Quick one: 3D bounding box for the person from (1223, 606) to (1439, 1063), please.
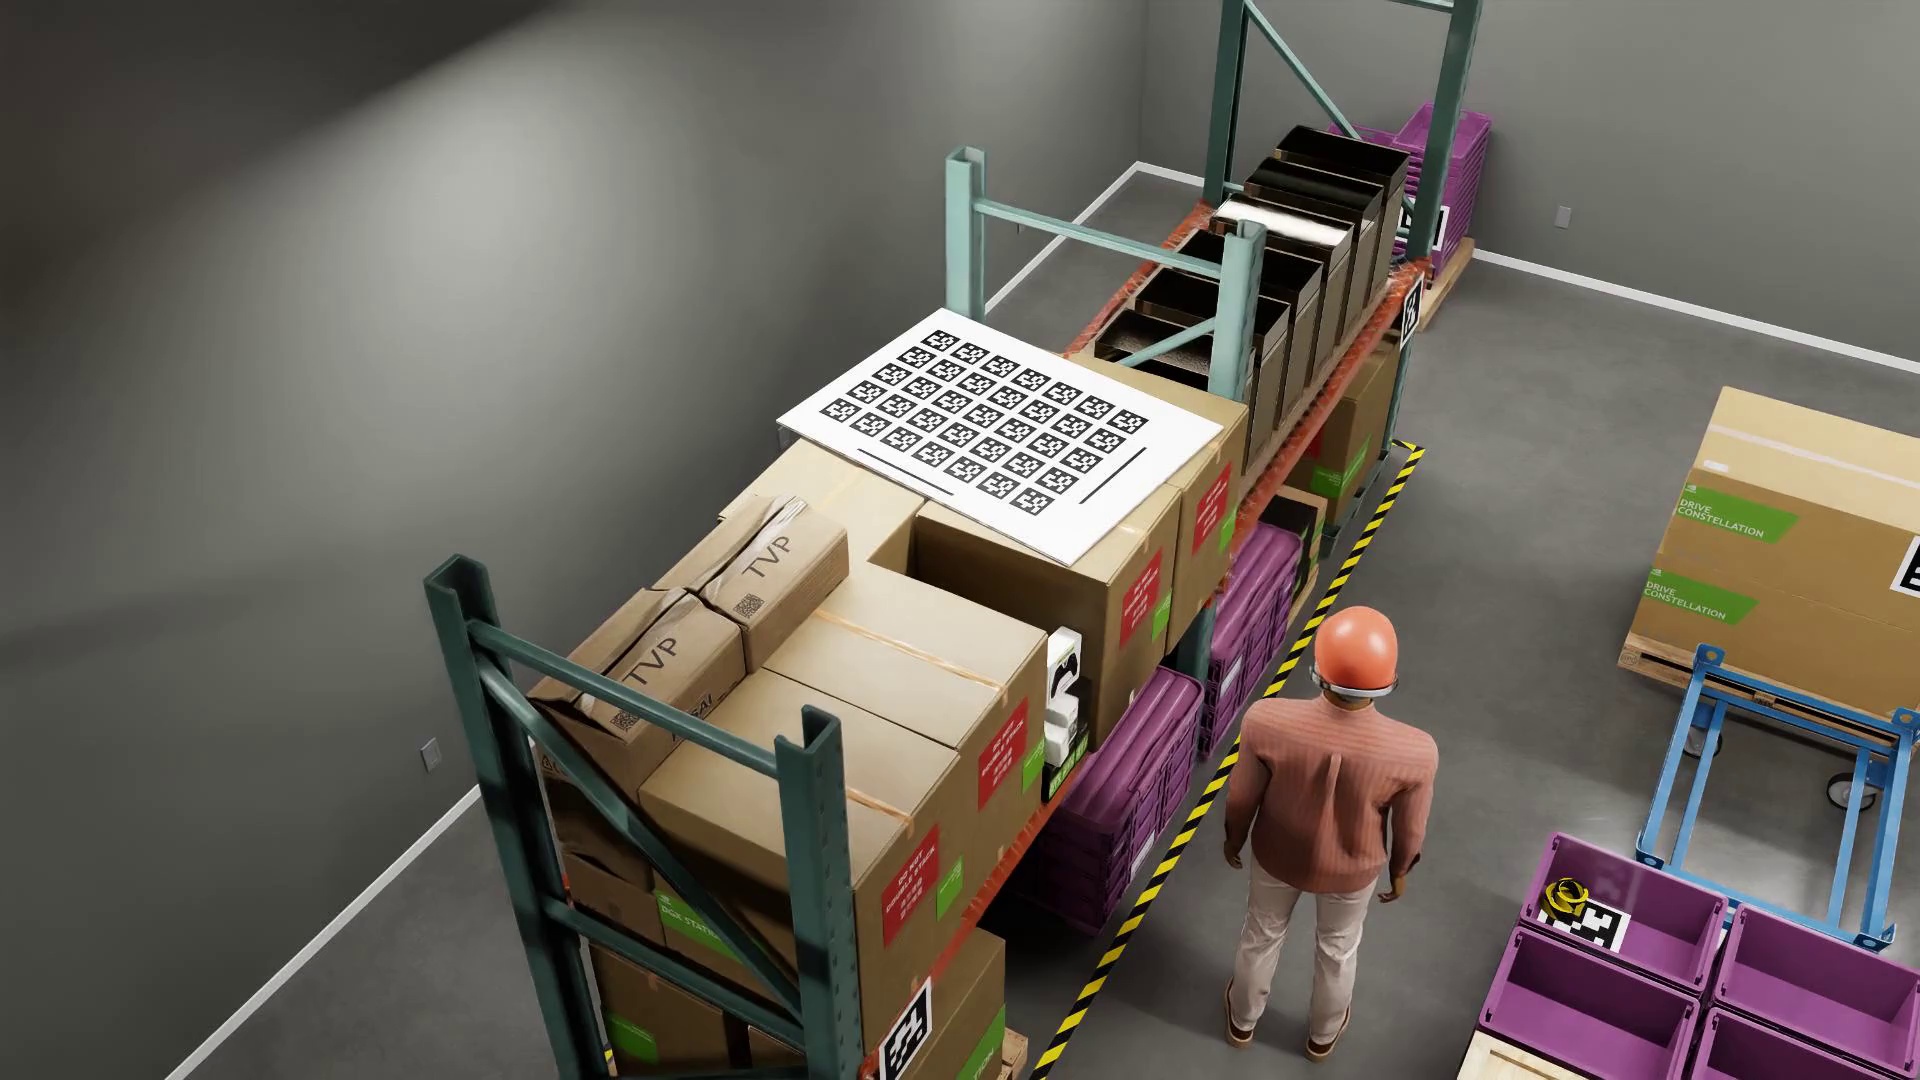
[{"bbox_3d":[1.156,0.991,5.370,0.622,1.996,0.369,10,41,11],"label":"person"}]
